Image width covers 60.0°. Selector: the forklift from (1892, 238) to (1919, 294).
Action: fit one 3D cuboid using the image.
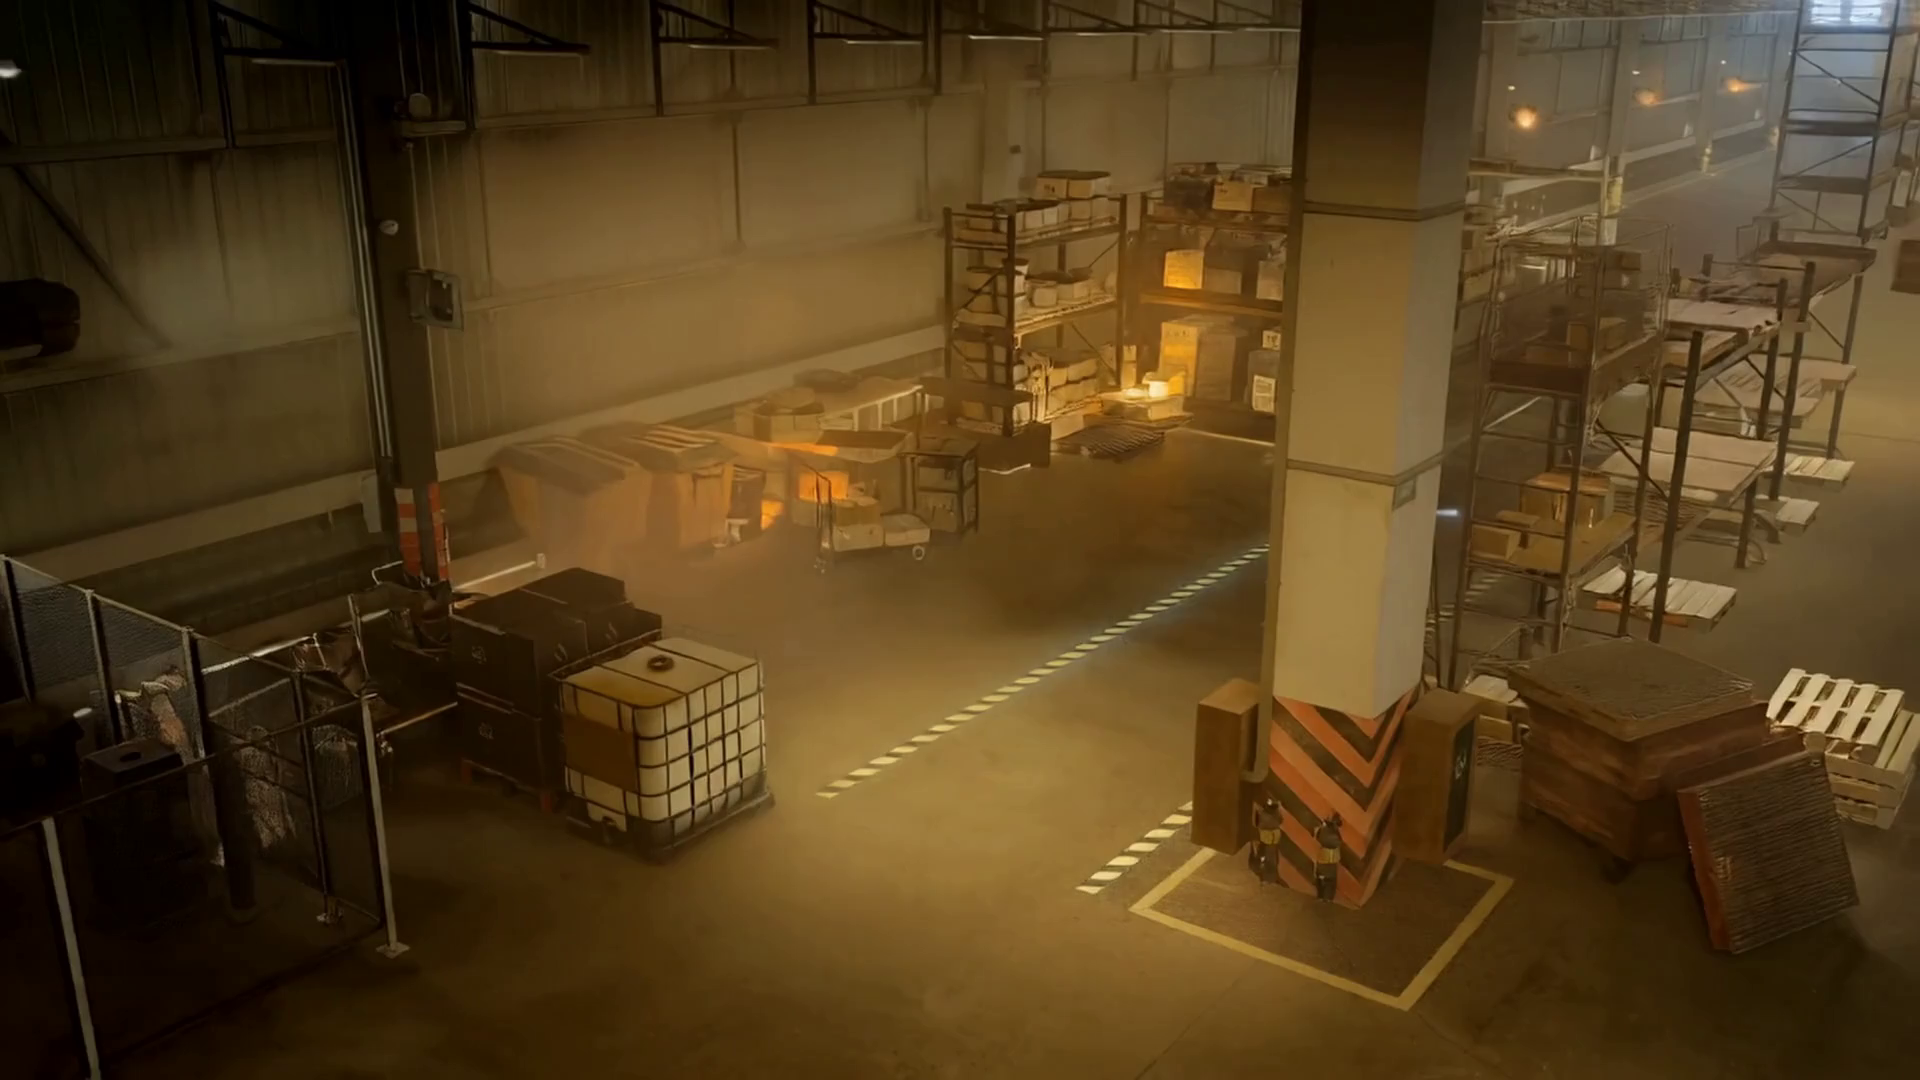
[{"bbox_3d":[19.674,-6.282,32.846,1.873,2.768,1.129,-9,20,-26],"label":"forklift"}]
